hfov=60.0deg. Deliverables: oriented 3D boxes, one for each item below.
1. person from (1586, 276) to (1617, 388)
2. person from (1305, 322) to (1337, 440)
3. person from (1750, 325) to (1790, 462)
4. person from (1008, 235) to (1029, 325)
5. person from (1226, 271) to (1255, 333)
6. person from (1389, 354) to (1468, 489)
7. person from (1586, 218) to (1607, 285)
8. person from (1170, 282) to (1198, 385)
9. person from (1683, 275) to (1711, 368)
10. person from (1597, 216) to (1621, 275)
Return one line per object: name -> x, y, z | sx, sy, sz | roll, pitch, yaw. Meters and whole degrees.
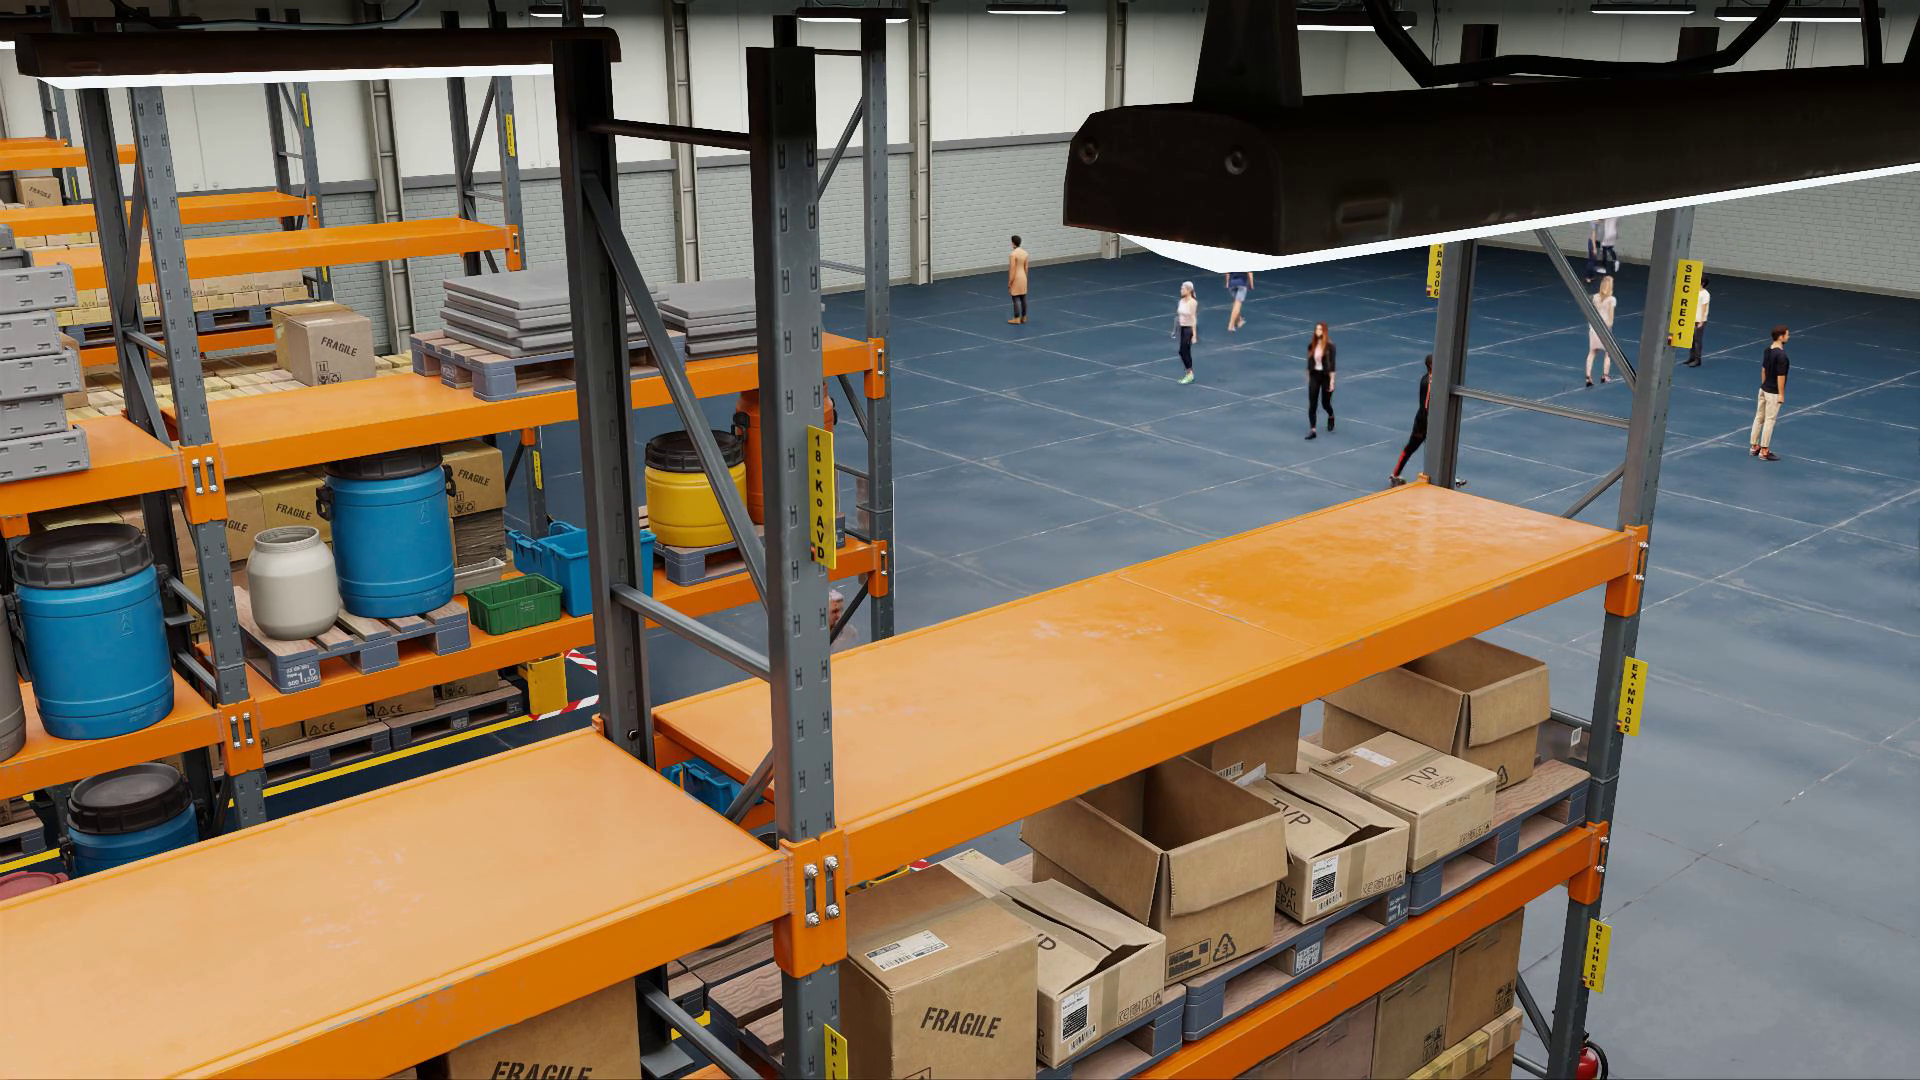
person -> 10.394, -3.379, 27.133 | 0.838, 1.806, 0.610 | -14, 23, -37
person -> 5.254, -2.313, 24.037 | 0.763, 1.697, 0.985 | 12, 22, 33
person -> 11.198, -2.048, 22.961 | 0.736, 1.859, 0.713 | -1, 18, -3
person -> 1.142, -5.109, 32.576 | 0.717, 1.726, 0.573 | 17, 24, 41
person -> 5.266, -4.832, 31.605 | 0.906, 1.801, 1.250 | 10, 21, 29
person -> 5.911, -1.496, 21.430 | 1.195, 1.757, 1.176 | 3, 18, 8
person -> 14.190, -6.577, 37.143 | 0.807, 1.690, 0.546 | 11, 21, 30
person -> 3.826, -3.419, 27.441 | 0.703, 1.692, 0.692 | -7, 19, -22
person -> 12.768, -3.791, 28.764 | 0.687, 1.580, 0.658 | -1, 18, -2
person -> 15.033, -7.002, 38.324 | 0.885, 1.766, 0.856 | -6, 19, -19
